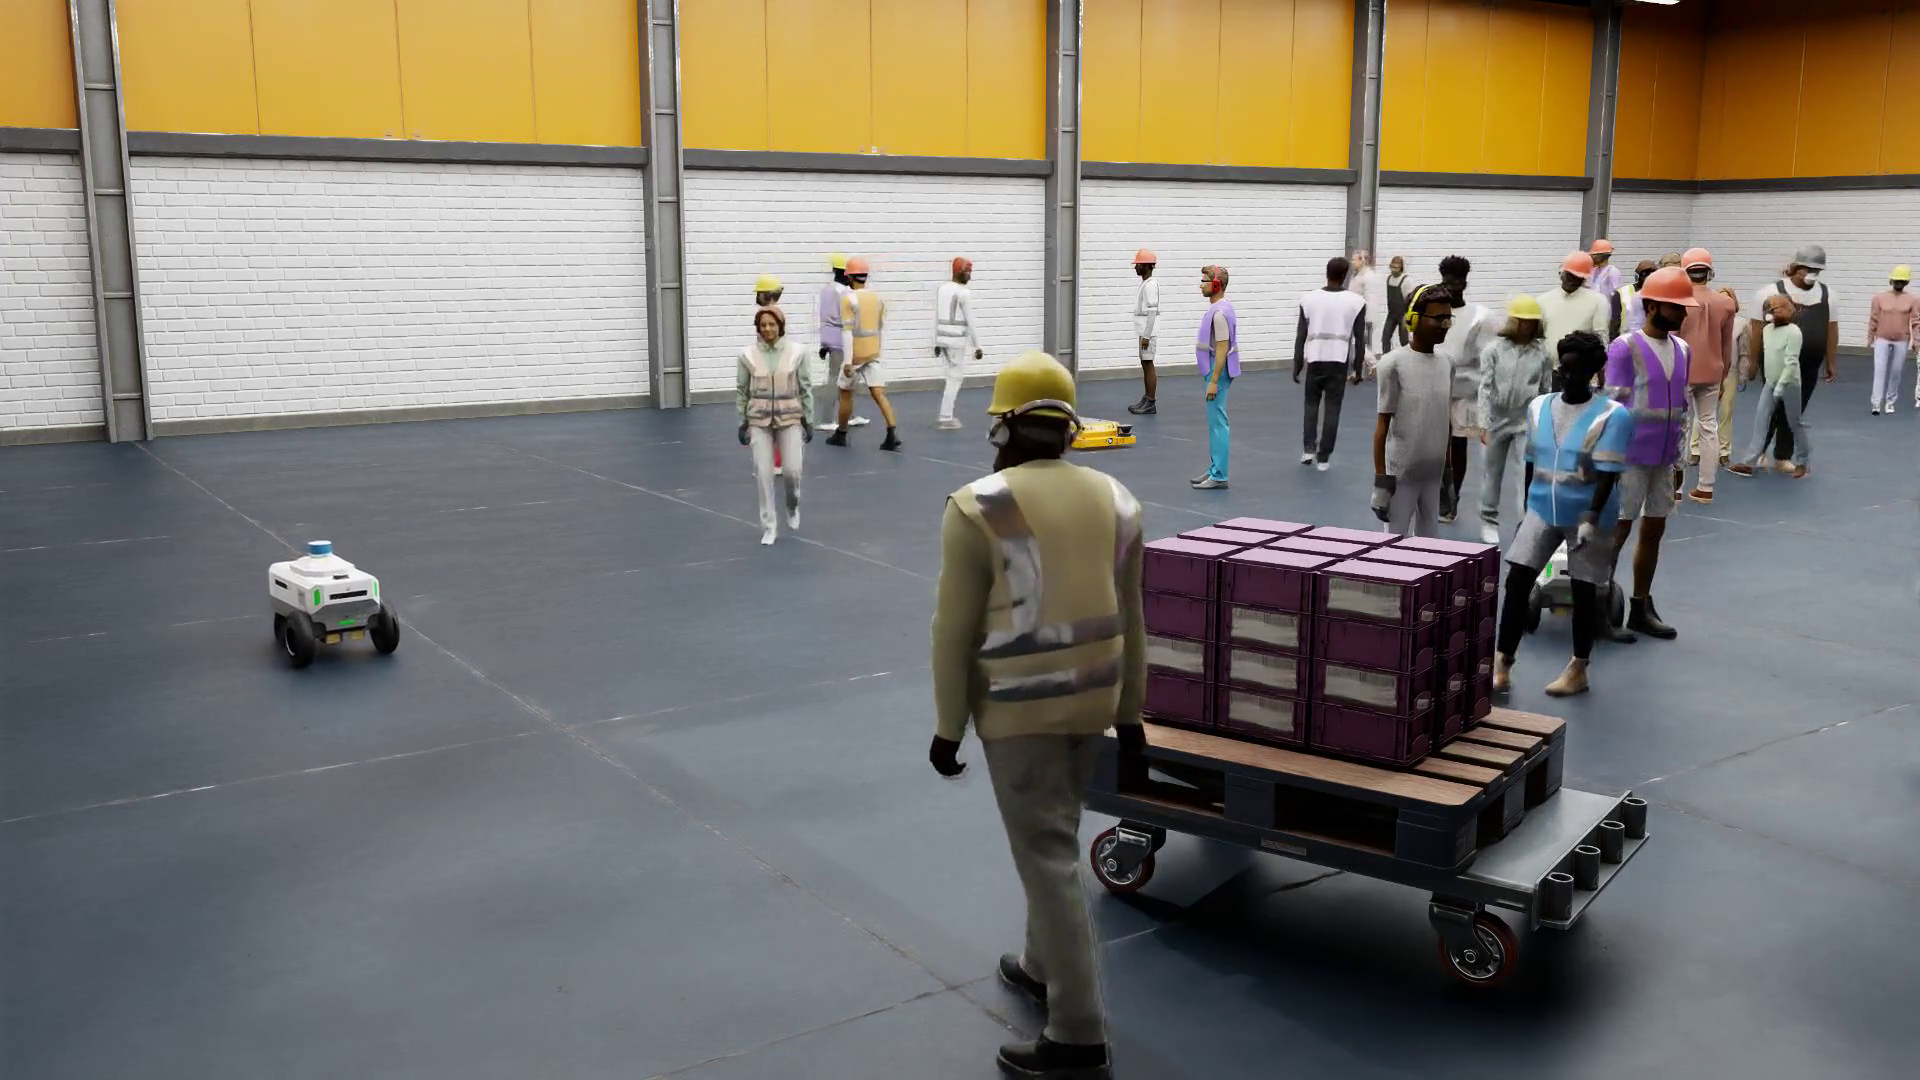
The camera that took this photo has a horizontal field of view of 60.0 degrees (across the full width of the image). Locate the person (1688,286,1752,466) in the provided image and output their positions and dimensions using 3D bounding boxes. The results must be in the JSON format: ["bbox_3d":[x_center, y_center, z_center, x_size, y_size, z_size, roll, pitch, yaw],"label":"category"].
[{"bbox_3d":[6.875,-1.476,15.081,0.500,1.633,0.280,4,11,20],"label":"person"}]

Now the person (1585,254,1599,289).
[{"bbox_3d":[10.414,-3.835,27.365,0.514,1.872,0.328,-5,12,-27],"label":"person"}]

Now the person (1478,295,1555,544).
[{"bbox_3d":[3.660,-0.763,11.007,0.493,1.693,0.893,1,10,8],"label":"person"}]

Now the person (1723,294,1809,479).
[{"bbox_3d":[7.001,-1.318,14.303,0.796,1.581,0.530,-2,11,-12],"label":"person"}]

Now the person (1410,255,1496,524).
[{"bbox_3d":[3.475,-1.053,11.901,0.645,1.939,0.761,5,12,26],"label":"person"}]

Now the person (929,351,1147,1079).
[{"bbox_3d":[0.227,0.430,4.236,0.611,1.793,0.654,-8,13,-37],"label":"person"}]

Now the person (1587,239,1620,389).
[{"bbox_3d":[8.778,-3.083,22.831,0.427,2.040,0.620,-2,10,-9],"label":"person"}]

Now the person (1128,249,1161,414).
[{"bbox_3d":[2.174,-2.446,19.566,0.357,1.938,0.543,0,10,1],"label":"person"}]

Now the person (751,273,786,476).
[{"bbox_3d":[-1.649,-1.440,14.522,0.324,1.768,0.532,1,10,4],"label":"person"}]

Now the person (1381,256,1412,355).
[{"bbox_3d":[6.519,-3.323,24.792,0.727,1.783,0.548,-7,12,-32],"label":"person"}]

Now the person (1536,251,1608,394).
[{"bbox_3d":[5.185,-1.483,14.216,0.674,1.960,0.594,5,12,26],"label":"person"}]

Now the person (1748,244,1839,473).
[{"bbox_3d":[7.344,-1.596,14.624,0.702,2.000,0.541,0,10,-2],"label":"person"}]

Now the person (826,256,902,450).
[{"bbox_3d":[-0.931,-1.825,16.303,0.564,1.894,0.998,-9,14,-42],"label":"person"}]

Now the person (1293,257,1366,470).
[{"bbox_3d":[3.325,-1.586,14.952,0.612,1.893,0.629,3,11,16],"label":"person"}]

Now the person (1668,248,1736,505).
[{"bbox_3d":[5.689,-1.265,12.946,0.611,1.990,0.392,-1,10,-7],"label":"person"}]

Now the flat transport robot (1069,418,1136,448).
[{"bbox_3d":[1.077,-1.120,16.864,0.652,0.197,1.431,-7,12,-33],"label":"flat transport robot"}]

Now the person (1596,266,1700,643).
[{"bbox_3d":[3.542,-0.431,8.551,0.547,1.928,0.391,-5,11,-24],"label":"person"}]

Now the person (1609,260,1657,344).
[{"bbox_3d":[6.986,-1.944,17.075,0.623,1.845,0.430,2,10,9],"label":"person"}]

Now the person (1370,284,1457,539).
[{"bbox_3d":[2.169,-0.283,7.927,0.510,1.860,0.317,-7,12,-32],"label":"person"}]

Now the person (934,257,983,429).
[{"bbox_3d":[-0.023,-2.116,17.970,0.506,1.862,0.603,-7,12,-32],"label":"person"}]

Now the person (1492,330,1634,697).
[{"bbox_3d":[2.647,-0.085,7.338,0.706,1.668,0.533,-9,14,-41],"label":"person"}]

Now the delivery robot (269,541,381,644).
[{"bbox_3d":[-3.191,0.247,8.334,0.477,0.478,0.707,-9,13,-39],"label":"delivery robot"}]

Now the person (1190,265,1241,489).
[{"bbox_3d":[2.122,-1.337,13.737,0.390,1.846,0.564,1,10,7],"label":"person"}]

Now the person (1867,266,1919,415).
[{"bbox_3d":[10.914,-2.325,19.441,0.547,1.728,0.746,5,12,27],"label":"person"}]

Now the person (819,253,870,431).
[{"bbox_3d":[-1.216,-2.129,17.948,0.818,1.894,0.614,-6,12,-29],"label":"person"}]

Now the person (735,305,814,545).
[{"bbox_3d":[-1.260,-0.786,11.313,0.531,1.622,0.423,0,10,0],"label":"person"}]

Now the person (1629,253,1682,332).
[{"bbox_3d":[6.202,-1.545,14.676,0.647,1.931,0.382,-1,10,-4],"label":"person"}]

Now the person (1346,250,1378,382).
[{"bbox_3d":[5.712,-3.180,23.724,0.462,1.896,0.657,0,10,-2],"label":"person"}]

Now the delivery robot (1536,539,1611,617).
[{"bbox_3d":[3.248,0.137,8.939,0.477,0.478,0.707,2,11,9],"label":"delivery robot"}]

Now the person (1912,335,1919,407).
[{"bbox_3d":[12.026,-2.446,20.515,0.519,1.623,0.759,6,12,30],"label":"person"}]
